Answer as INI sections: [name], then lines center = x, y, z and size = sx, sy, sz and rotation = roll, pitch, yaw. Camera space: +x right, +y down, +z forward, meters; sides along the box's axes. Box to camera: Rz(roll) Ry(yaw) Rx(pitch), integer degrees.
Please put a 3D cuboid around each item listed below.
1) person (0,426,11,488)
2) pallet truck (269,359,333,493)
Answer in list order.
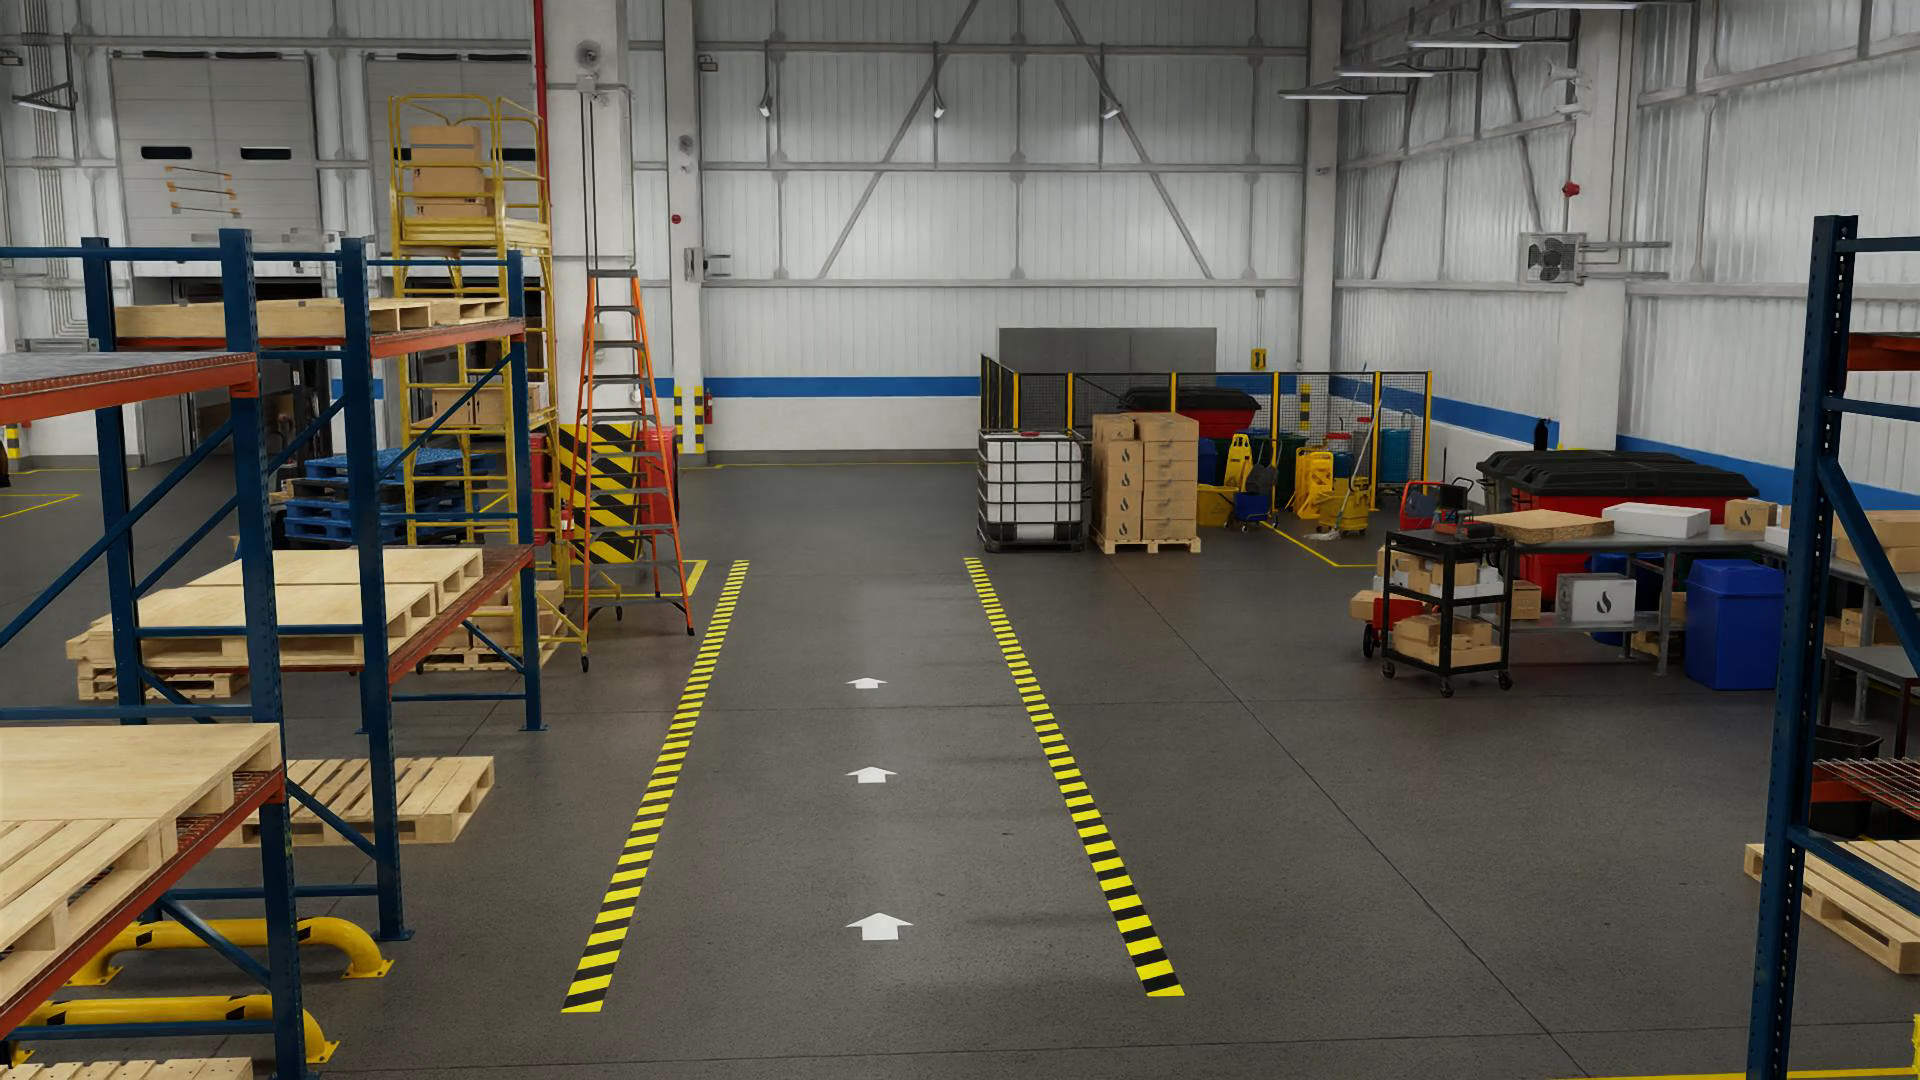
[person]
center = -13.161, -1.663, 22.557
size = 0.389, 1.930, 0.544
rotation = -8, 12, -41
[pallet truck]
center = -7.062, -1.131, 18.996
size = 1.885, 1.965, 0.823
rotation = 2, 9, 13
